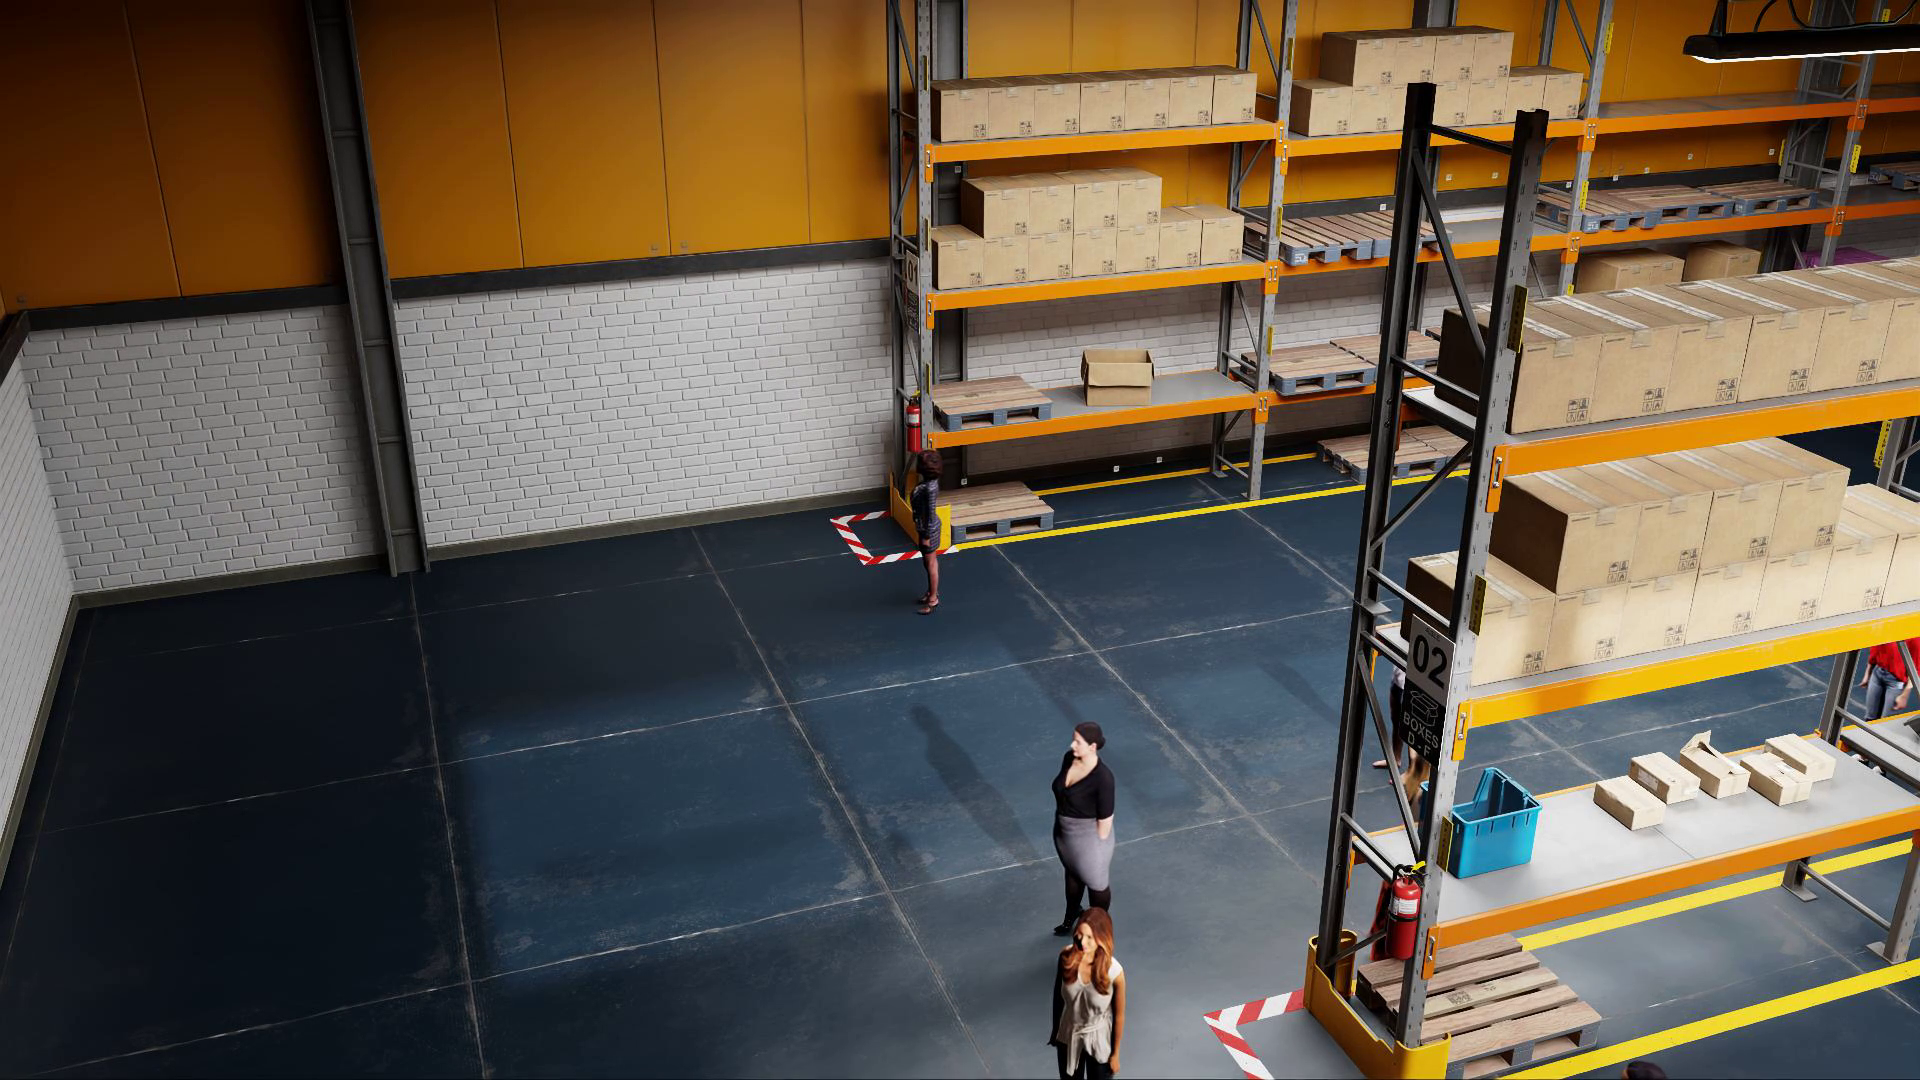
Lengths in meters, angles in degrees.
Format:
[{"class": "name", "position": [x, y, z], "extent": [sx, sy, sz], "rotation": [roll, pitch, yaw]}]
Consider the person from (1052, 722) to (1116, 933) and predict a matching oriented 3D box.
[{"class": "person", "position": [0.858, 2.012, 11.390], "extent": [0.693, 1.760, 0.719], "rotation": [-15, 28, -30]}]

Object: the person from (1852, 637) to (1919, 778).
[{"class": "person", "position": [7.507, 1.153, 13.423], "extent": [0.511, 1.705, 0.623], "rotation": [-7, 25, -15]}]

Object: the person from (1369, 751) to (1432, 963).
[{"class": "person", "position": [3.032, 2.101, 11.135], "extent": [0.748, 1.800, 0.722], "rotation": [4, 24, 9]}]

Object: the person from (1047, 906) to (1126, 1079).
[{"class": "person", "position": [0.729, 2.845, 9.452], "extent": [0.678, 1.784, 0.713], "rotation": [14, 27, 29]}]

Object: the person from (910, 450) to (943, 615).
[{"class": "person", "position": [-0.302, -0.093, 16.277], "extent": [0.668, 1.701, 0.687], "rotation": [1, 24, 1]}]
